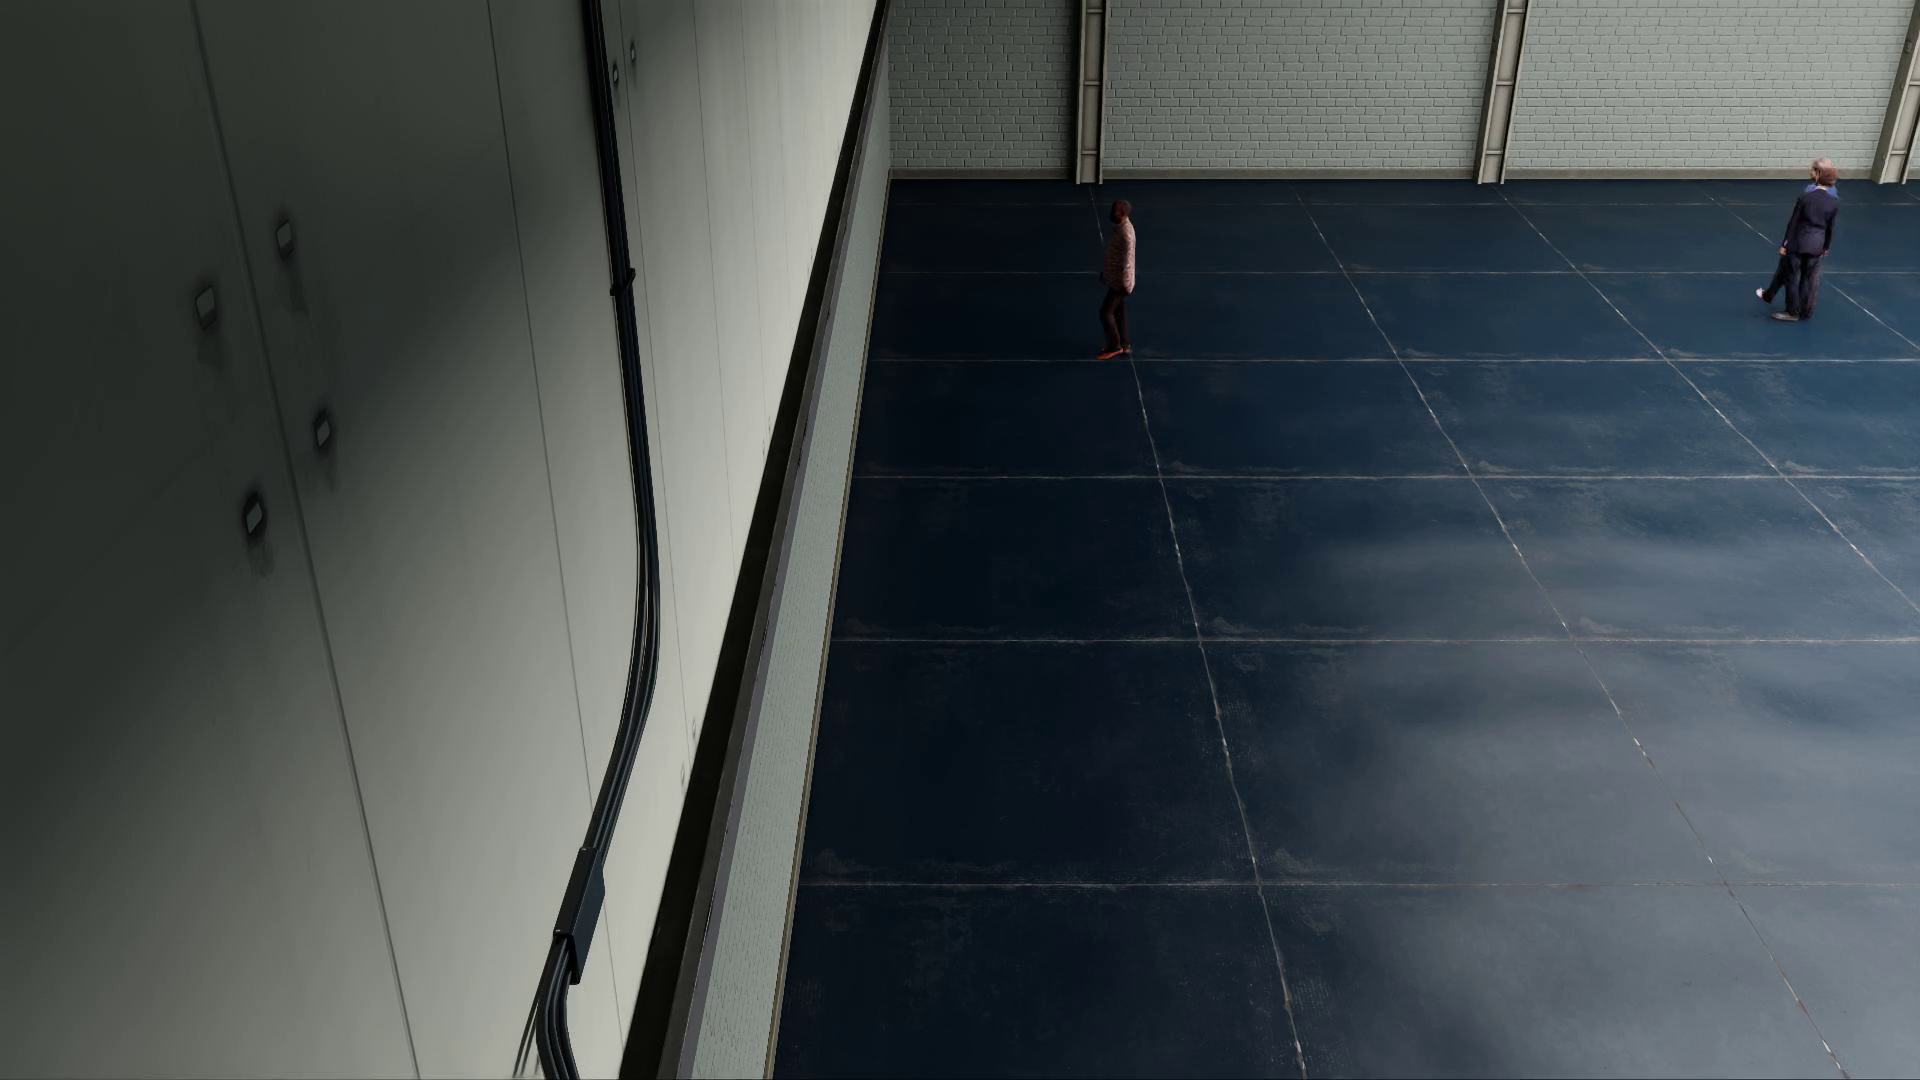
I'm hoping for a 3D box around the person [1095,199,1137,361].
[{"bbox_3d":[1.833,-2.876,18.338,0.615,1.792,0.688,0,28,0],"label":"person"}]

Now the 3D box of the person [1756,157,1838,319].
[{"bbox_3d":[10.014,-3.499,19.472,1.070,1.826,0.916,-8,29,-14],"label":"person"}]

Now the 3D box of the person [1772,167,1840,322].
[{"bbox_3d":[9.863,-3.444,19.410,0.584,1.788,0.794,-4,28,-7],"label":"person"}]
